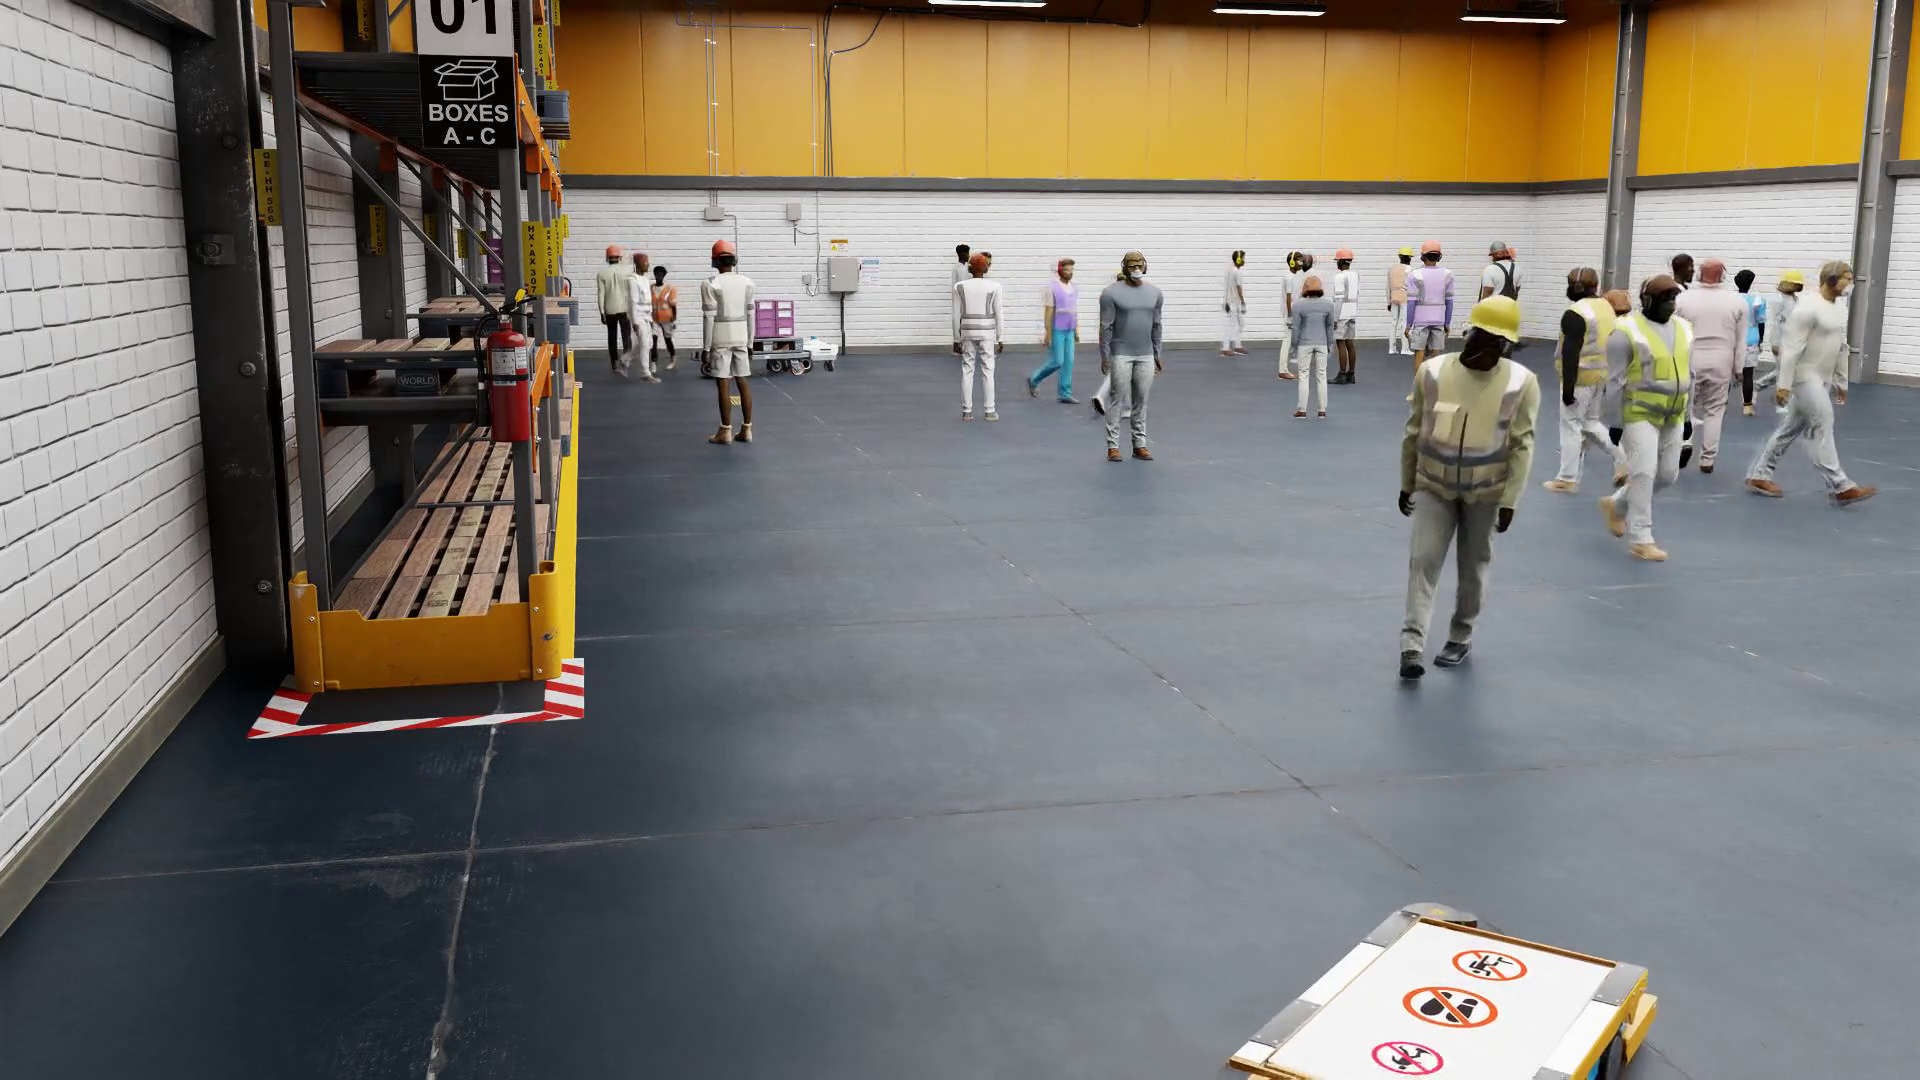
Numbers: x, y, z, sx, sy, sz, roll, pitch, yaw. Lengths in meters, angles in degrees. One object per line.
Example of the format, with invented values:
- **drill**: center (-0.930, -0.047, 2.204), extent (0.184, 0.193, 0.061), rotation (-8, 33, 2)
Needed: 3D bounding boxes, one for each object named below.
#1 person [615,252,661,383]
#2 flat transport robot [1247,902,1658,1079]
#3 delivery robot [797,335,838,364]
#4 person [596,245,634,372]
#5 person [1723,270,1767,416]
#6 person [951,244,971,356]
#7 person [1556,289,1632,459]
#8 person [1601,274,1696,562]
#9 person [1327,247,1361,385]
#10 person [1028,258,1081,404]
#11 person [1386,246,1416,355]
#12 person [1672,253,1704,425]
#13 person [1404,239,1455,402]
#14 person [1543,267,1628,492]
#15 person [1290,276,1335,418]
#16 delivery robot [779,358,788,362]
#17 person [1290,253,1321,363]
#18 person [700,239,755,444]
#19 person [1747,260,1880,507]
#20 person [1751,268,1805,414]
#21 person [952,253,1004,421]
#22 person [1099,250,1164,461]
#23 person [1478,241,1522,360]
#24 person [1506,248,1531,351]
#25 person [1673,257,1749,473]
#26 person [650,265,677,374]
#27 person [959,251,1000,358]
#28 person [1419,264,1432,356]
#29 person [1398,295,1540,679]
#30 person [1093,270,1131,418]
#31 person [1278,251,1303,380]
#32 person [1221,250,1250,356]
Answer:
- **person**: center (-4.614, -3.161, 23.713), extent (0.653, 1.863, 0.581), rotation (3, 11, 15)
- **flat transport robot**: center (1.121, 1.213, 3.889), extent (0.652, 0.197, 1.431), rotation (7, 13, 35)
- **delivery robot**: center (-2.257, -2.929, 25.794), extent (0.707, 0.478, 0.477), rotation (-5, 11, -24)
- **person**: center (-5.254, -3.542, 25.543), extent (0.613, 1.967, 0.867), rotation (-2, 11, -13)
- **person**: center (9.051, -2.280, 19.296), extent (0.535, 1.697, 0.318), rotation (6, 12, 29)
- **person**: center (0.038, -4.236, 29.398), extent (0.367, 1.961, 0.604), rotation (-3, 11, -15)
- **person**: center (6.013, -1.504, 15.299), extent (0.527, 1.582, 0.882), rotation (-10, 14, -43)
- **person**: center (4.415, -0.806, 10.761), extent (0.631, 1.828, 0.666), rotation (-4, 11, -20)
- **person**: center (5.417, -3.169, 23.554), extent (0.375, 1.935, 0.551), rotation (10, 14, 43)
- **person**: center (1.210, -2.606, 20.774), extent (0.633, 1.820, 0.569), rotation (8, 13, 39)
- **person**: center (7.853, -4.246, 29.562), extent (0.383, 1.922, 0.587), rotation (-9, 13, -39)
- **person**: center (7.842, -2.215, 18.400), extent (0.821, 1.896, 0.593), rotation (5, 11, 25)
- **person**: center (5.853, -2.728, 20.817), extent (0.607, 2.044, 0.374), rotation (-1, 10, -8)
- **person**: center (5.086, -1.272, 13.355), extent (0.643, 1.831, 0.631), rotation (-9, 14, -42)
- **person**: center (4.027, -2.202, 19.042), extent (0.498, 1.632, 0.285), rotation (-1, 10, -3)
- **delivery robot**: center (-2.788, -2.984, 26.100), extent (0.477, 0.478, 0.707), rotation (4, 11, 20)
- **person**: center (5.829, -3.829, 27.540), extent (0.630, 1.827, 0.639), rotation (0, 10, 0)
- **person**: center (-2.338, -1.977, 16.663), extent (0.610, 2.040, 0.394), rotation (-8, 13, -39)
- **person**: center (6.682, -1.222, 12.927), extent (0.646, 1.874, 1.058), rotation (-8, 13, -37)
- **person**: center (9.677, -2.352, 19.672), extent (0.487, 1.712, 0.631), rotation (-7, 13, -35)
- **person**: center (0.207, -2.285, 18.805), extent (0.585, 1.881, 0.344), rotation (2, 10, 10)
- **person**: center (1.586, -1.696, 15.382), extent (0.636, 1.938, 0.354), rotation (-3, 11, -18)
- **person**: center (8.051, -3.486, 25.024), extent (0.675, 2.000, 0.536), rotation (-5, 11, -25)
- **person**: center (9.948, -4.369, 30.345), extent (1.007, 1.878, 0.578), rotation (1, 10, 6)
- **person**: center (6.538, -1.525, 14.588), extent (0.650, 1.893, 0.444), rotation (4, 11, 21)
- **person**: center (-4.590, -3.409, 25.638), extent (0.533, 1.663, 0.819), rotation (1, 10, 7)
- **person**: center (0.329, -4.051, 28.695), extent (0.652, 1.850, 0.534), rotation (0, 10, 0)
- **person**: center (8.272, -4.228, 29.413), extent (0.360, 1.939, 0.543), rotation (-1, 10, -6)
- **person**: center (2.311, -0.226, 7.667), extent (0.612, 1.782, 0.866), rotation (4, 11, 23)
- **person**: center (1.807, -2.242, 18.937), extent (0.536, 1.742, 0.549), rotation (-7, 12, -35)
- **person**: center (4.861, -3.294, 24.431), extent (0.315, 1.869, 0.526), rotation (2, 11, 13)
- **person**: center (4.922, -4.155, 29.251), extent (0.696, 1.845, 0.571), rotation (-1, 10, -6)
